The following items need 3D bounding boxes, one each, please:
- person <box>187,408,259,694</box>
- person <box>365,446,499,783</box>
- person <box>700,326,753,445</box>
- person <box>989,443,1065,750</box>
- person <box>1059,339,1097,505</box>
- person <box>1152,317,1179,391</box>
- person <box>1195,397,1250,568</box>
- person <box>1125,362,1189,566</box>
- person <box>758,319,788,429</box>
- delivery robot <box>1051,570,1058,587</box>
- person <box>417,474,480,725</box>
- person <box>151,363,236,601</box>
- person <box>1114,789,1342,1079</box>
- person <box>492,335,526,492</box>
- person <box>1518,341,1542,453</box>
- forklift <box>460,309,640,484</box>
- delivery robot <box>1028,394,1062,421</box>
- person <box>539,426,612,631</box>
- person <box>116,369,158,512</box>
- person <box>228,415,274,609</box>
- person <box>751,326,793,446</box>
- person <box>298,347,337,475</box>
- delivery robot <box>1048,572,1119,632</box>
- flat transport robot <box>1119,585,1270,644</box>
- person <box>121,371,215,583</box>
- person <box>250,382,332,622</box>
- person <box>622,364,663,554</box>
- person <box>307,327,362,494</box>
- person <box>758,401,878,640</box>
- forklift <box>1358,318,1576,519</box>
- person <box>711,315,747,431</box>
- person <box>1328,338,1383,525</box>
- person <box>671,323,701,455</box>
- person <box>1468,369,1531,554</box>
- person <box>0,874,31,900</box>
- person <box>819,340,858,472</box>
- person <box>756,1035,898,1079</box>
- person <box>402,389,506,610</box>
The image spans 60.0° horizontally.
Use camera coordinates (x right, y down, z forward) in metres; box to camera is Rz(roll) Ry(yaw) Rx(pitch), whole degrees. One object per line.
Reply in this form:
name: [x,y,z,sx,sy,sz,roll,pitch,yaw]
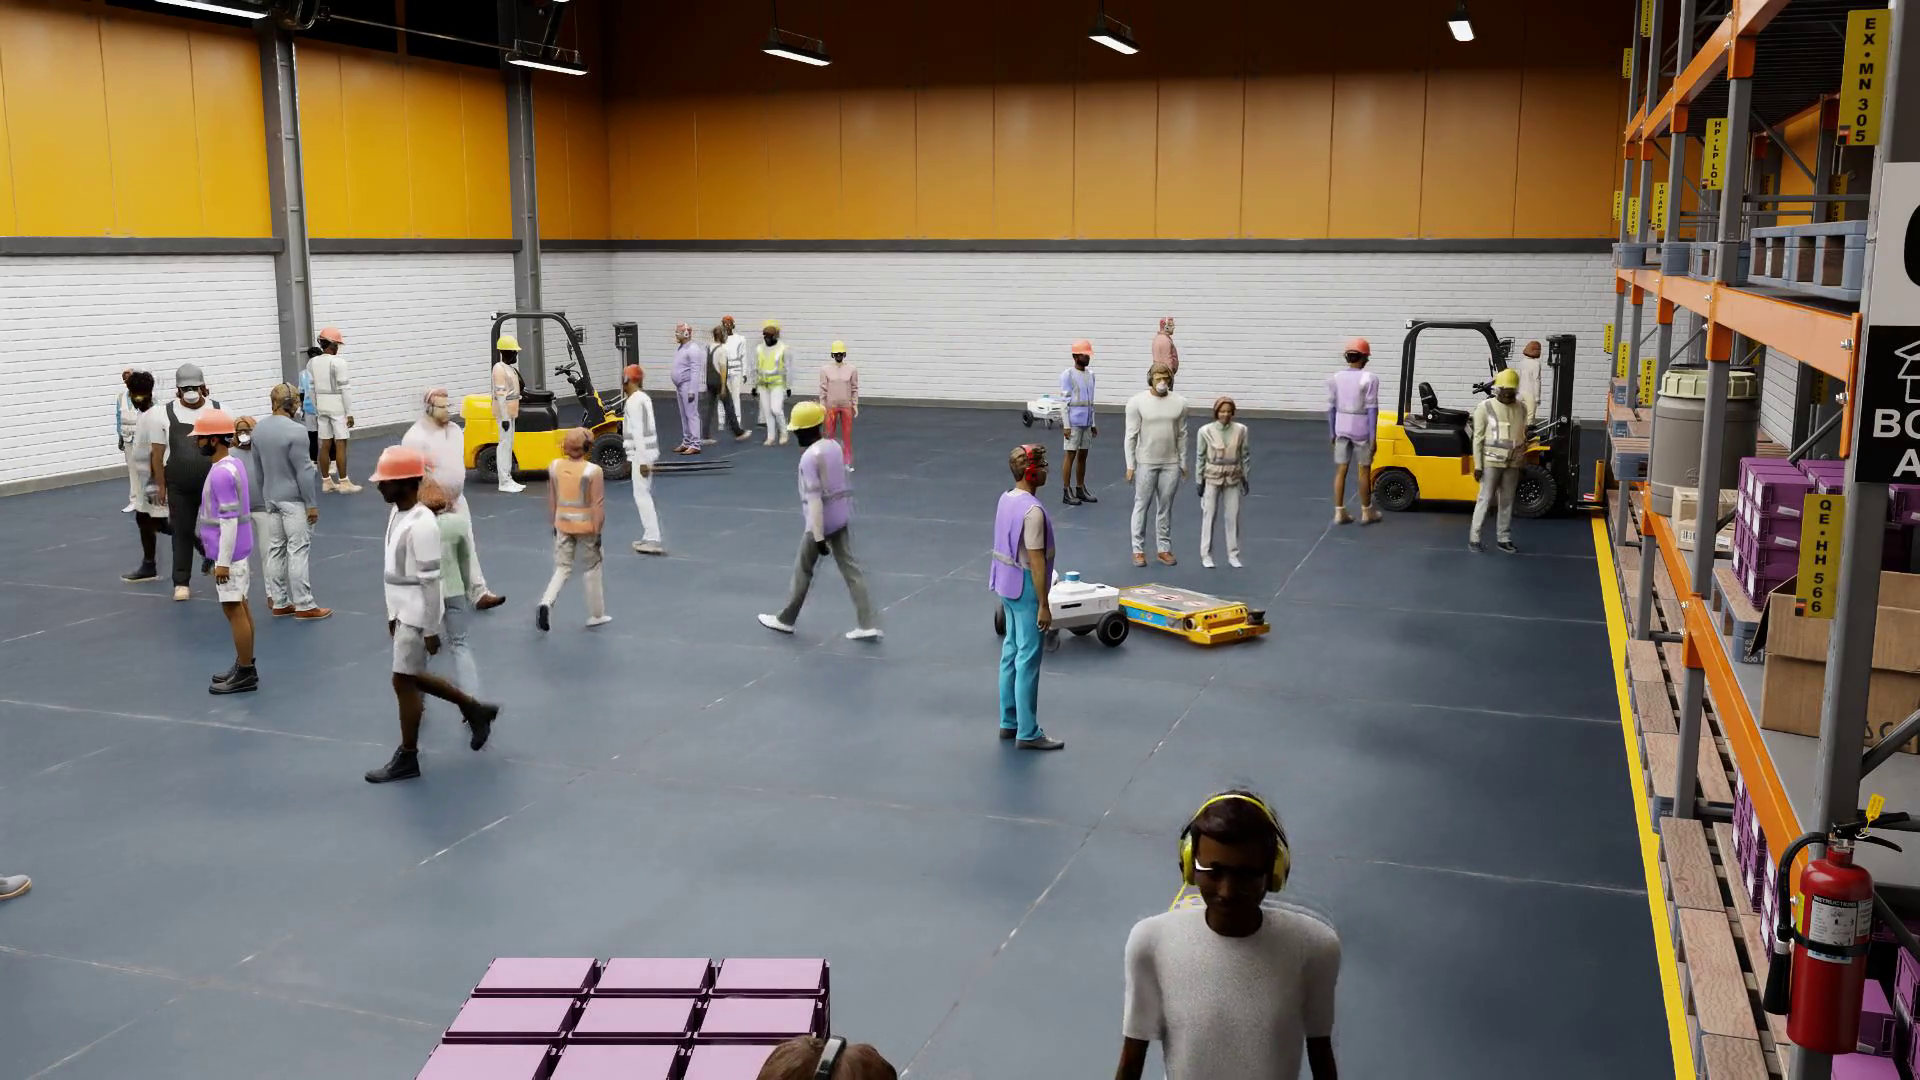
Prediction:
person: [-4.993,0.075,11.287,0.356,1.937,0.552,-3,11,-18]
person: [-3.050,0.405,9.483,0.719,1.922,0.552,-6,11,-29]
person: [-3.617,-2.355,25.358,0.519,1.794,0.924,9,14,43]
person: [0.387,0.340,10.040,0.389,1.850,0.567,-4,11,-19]
person: [1.405,-1.383,19.491,0.349,1.942,0.545,10,14,44]
person: [3.244,-2.559,26.211,0.408,1.908,0.643,-2,10,-9]
person: [2.460,-0.534,15.614,0.518,1.621,0.336,-2,10,-9]
person: [1.862,-0.717,15.745,0.635,1.937,0.352,-3,10,-14]
person: [-3.072,-2.751,27.578,0.736,1.806,0.613,-5,11,-24]
delivery robot: [0.569,0.395,13.117,0.477,0.478,0.707,2,10,10]
person: [-3.319,0.372,10.555,0.505,1.600,0.796,-7,12,-34]
person: [-6.517,-0.502,14.244,0.688,2.000,0.536,-6,12,-29]
person: [0.615,1.449,3.883,0.547,1.828,0.965,2,10,12]
person: [-5.564,-1.555,20.496,0.382,1.928,0.587,-1,10,-4]
person: [8.333,-2.087,24.324,0.285,1.632,0.499,-2,10,-11]
forklift: [-5.354,-1.902,21.697,2.313,2.155,1.214,-2,10,-13]
delivery robot: [1.424,-2.183,27.630,0.477,0.478,0.707,-6,12,-28]
person: [-3.038,-0.080,13.056,0.521,1.616,0.667,3,11,19]
person: [-9.320,-1.125,18.884,0.511,1.640,0.308,1,10,7]
person: [-5.888,-0.223,13.823,0.500,1.633,0.285,-3,10,-16]
person: [-2.845,-2.321,25.118,0.635,1.827,0.441,5,11,26]
person: [-8.465,-1.700,21.956,0.535,1.700,0.318,0,10,0]
delivery robot: [0.850,0.486,12.603,0.707,0.478,0.477,-6,12,-30]
flat transport robot: [1.713,0.562,13.234,0.652,0.197,1.431,-7,12,-36]
person: [-7.144,-0.567,14.937,0.735,1.928,0.630,-7,12,-36]
person: [-5.418,-0.302,13.428,0.627,1.934,0.372,6,12,30]
person: [-3.132,-0.801,16.461,0.440,1.855,0.716,0,10,0]
person: [-7.650,-1.580,20.325,0.607,2.039,0.380,4,11,23]
person: [-1.074,-0.144,12.752,1.029,1.852,0.616,5,11,27]
forklift: [5.787,-1.437,19.079,2.313,2.155,1.214,3,11,19]
person: [-3.776,-2.725,27.203,0.585,1.882,0.343,-2,10,-11]
person: [4.311,-1.174,18.080,0.639,2.041,0.575,10,14,43]
person: [-3.988,-2.192,24.139,0.406,1.911,0.636,-5,11,-28]
person: [5.336,-0.772,16.373,0.632,1.831,0.440,-3,10,-15]
person: [-4.665,0.696,7.658,0.610,1.984,0.399,5,11,27]
person: [-1.612,-1.776,22.195,0.529,1.768,0.312,-2,10,-12]
person: [-0.223,1.661,2.645,0.430,1.838,0.619,-1,10,-7]
person: [-4.280,-0.324,13.775,1.011,1.848,0.672,6,12,29]
